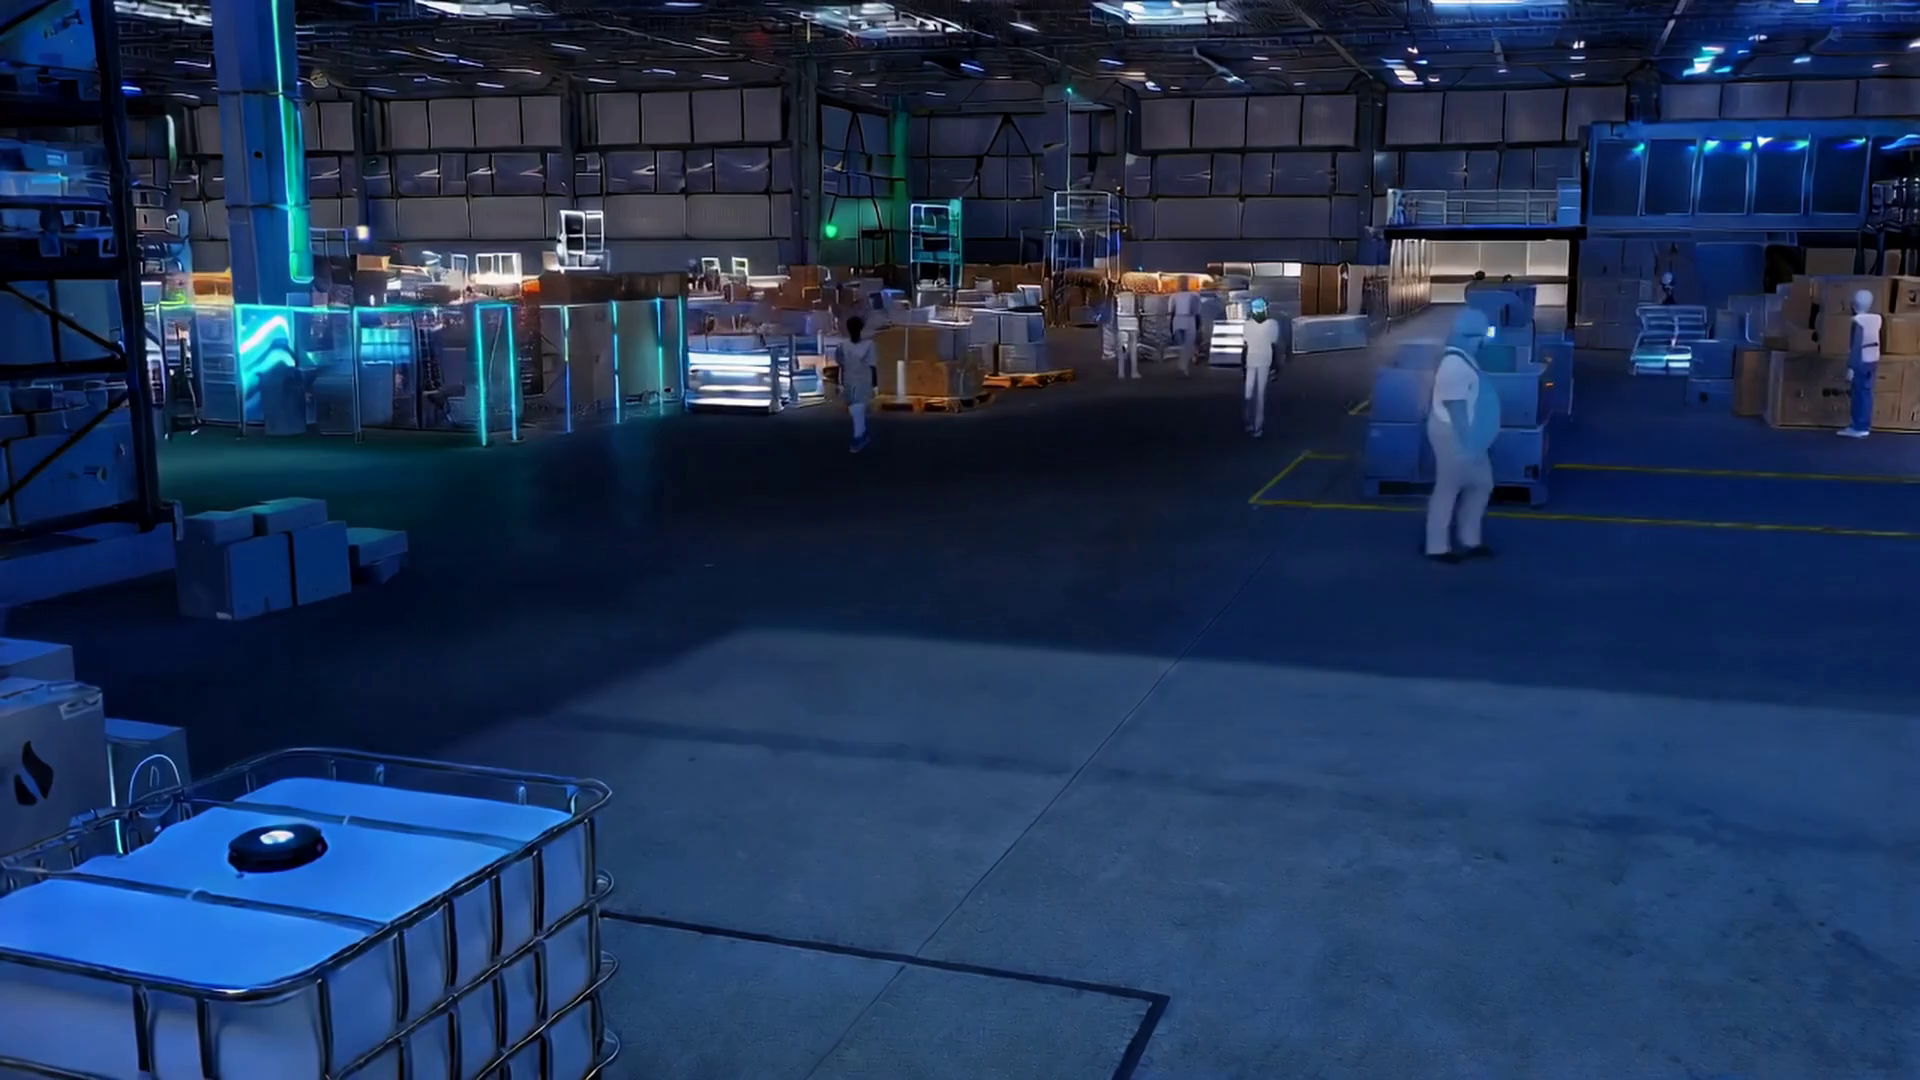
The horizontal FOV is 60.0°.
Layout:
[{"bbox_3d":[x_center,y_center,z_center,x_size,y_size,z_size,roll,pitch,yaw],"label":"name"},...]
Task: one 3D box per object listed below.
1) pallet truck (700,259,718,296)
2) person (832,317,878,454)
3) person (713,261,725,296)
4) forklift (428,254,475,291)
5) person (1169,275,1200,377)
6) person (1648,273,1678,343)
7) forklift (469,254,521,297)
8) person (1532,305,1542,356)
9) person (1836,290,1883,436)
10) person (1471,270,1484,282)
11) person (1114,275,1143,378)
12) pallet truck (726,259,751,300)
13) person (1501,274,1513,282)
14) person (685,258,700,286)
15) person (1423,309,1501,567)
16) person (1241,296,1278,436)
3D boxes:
[{"bbox_3d":[-9.165,-9.627,62.776,0.823,1.965,1.885,4,11,23],"label":"pallet truck"},{"bbox_3d":[-1.241,-1.905,20.355,0.522,1.643,0.933,3,10,15],"label":"person"},{"bbox_3d":[-8.762,-9.160,60.400,0.408,1.908,0.641,1,10,5],"label":"person"},{"bbox_3d":[-20.133,-10.254,65.465,1.157,1.987,2.680,3,11,19],"label":"forklift"},{"bbox_3d":[4.227,-4.027,31.431,0.602,1.933,0.636,3,10,15],"label":"person"},{"bbox_3d":[17.624,-5.766,41.575,0.534,1.804,0.933,-2,10,-12],"label":"person"},{"bbox_3d":[-17.990,-10.121,64.684,1.157,1.987,2.680,3,11,17],"label":"forklift"},{"bbox_3d":[10.258,-3.713,30.172,0.532,1.743,0.666,4,11,23],"label":"person"},{"bbox_3d":[11.842,-2.315,21.836,0.587,1.914,0.391,-7,12,-36],"label":"person"},{"bbox_3d":[11.528,-5.043,37.131,0.358,1.937,0.549,4,11,21],"label":"person"},{"bbox_3d":[3.168,-4.004,31.272,0.542,1.939,0.361,4,11,20],"label":"person"},{"bbox_3d":[-7.986,-9.493,62.019,0.823,1.965,1.885,3,11,17],"label":"pallet truck"},{"bbox_3d":[11.969,-4.897,36.520,0.519,1.865,0.335,0,10,-2],"label":"person"},{"bbox_3d":[-9.308,-8.737,57.674,0.395,2.037,0.602,10,14,44],"label":"person"},{"bbox_3d":[3.959,-0.789,12.880,0.683,2.000,0.720,4,11,22],"label":"person"},{"bbox_3d":[3.921,-2.272,21.798,0.510,1.845,0.384,4,11,22],"label":"person"}]
